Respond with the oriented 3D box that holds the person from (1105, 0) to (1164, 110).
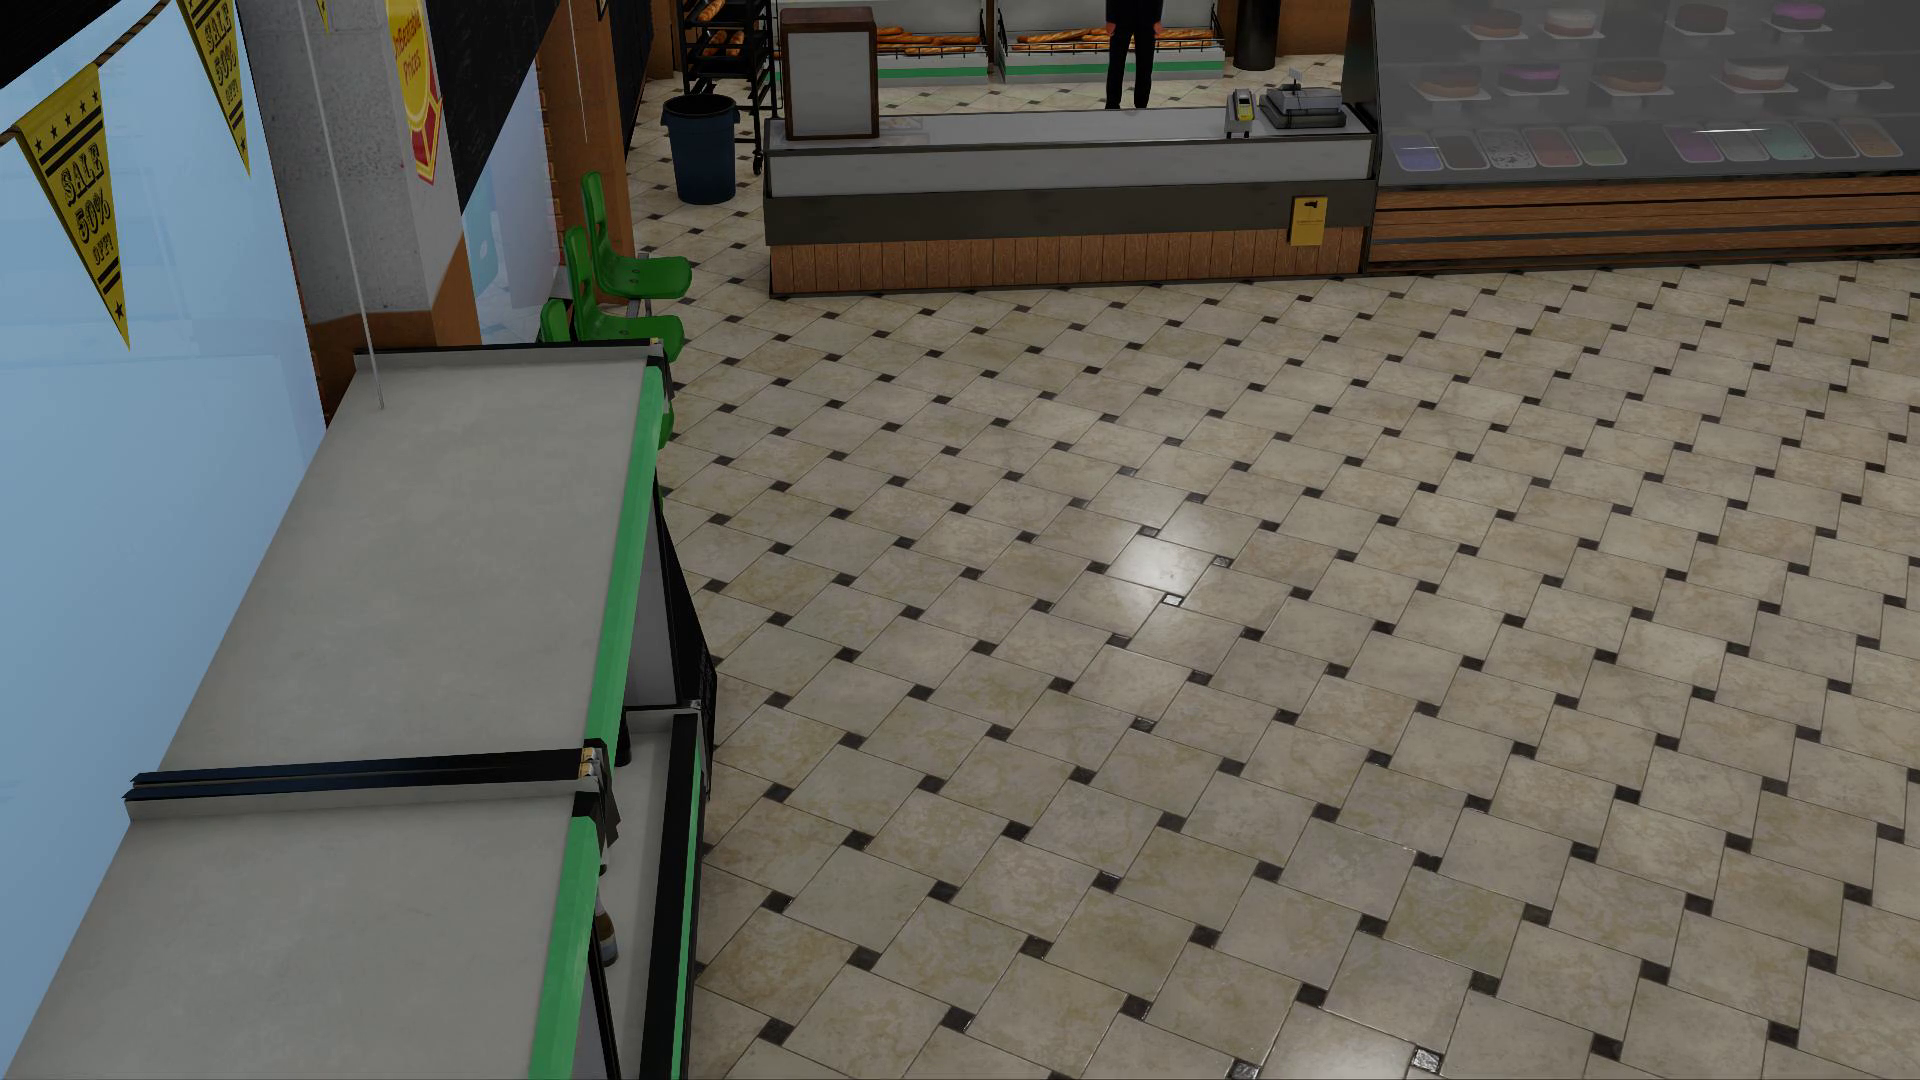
[{"bbox_3d":[1.416,-4.247,13.479,0.614,1.868,0.570,-3,32,-5],"label":"person"}]
